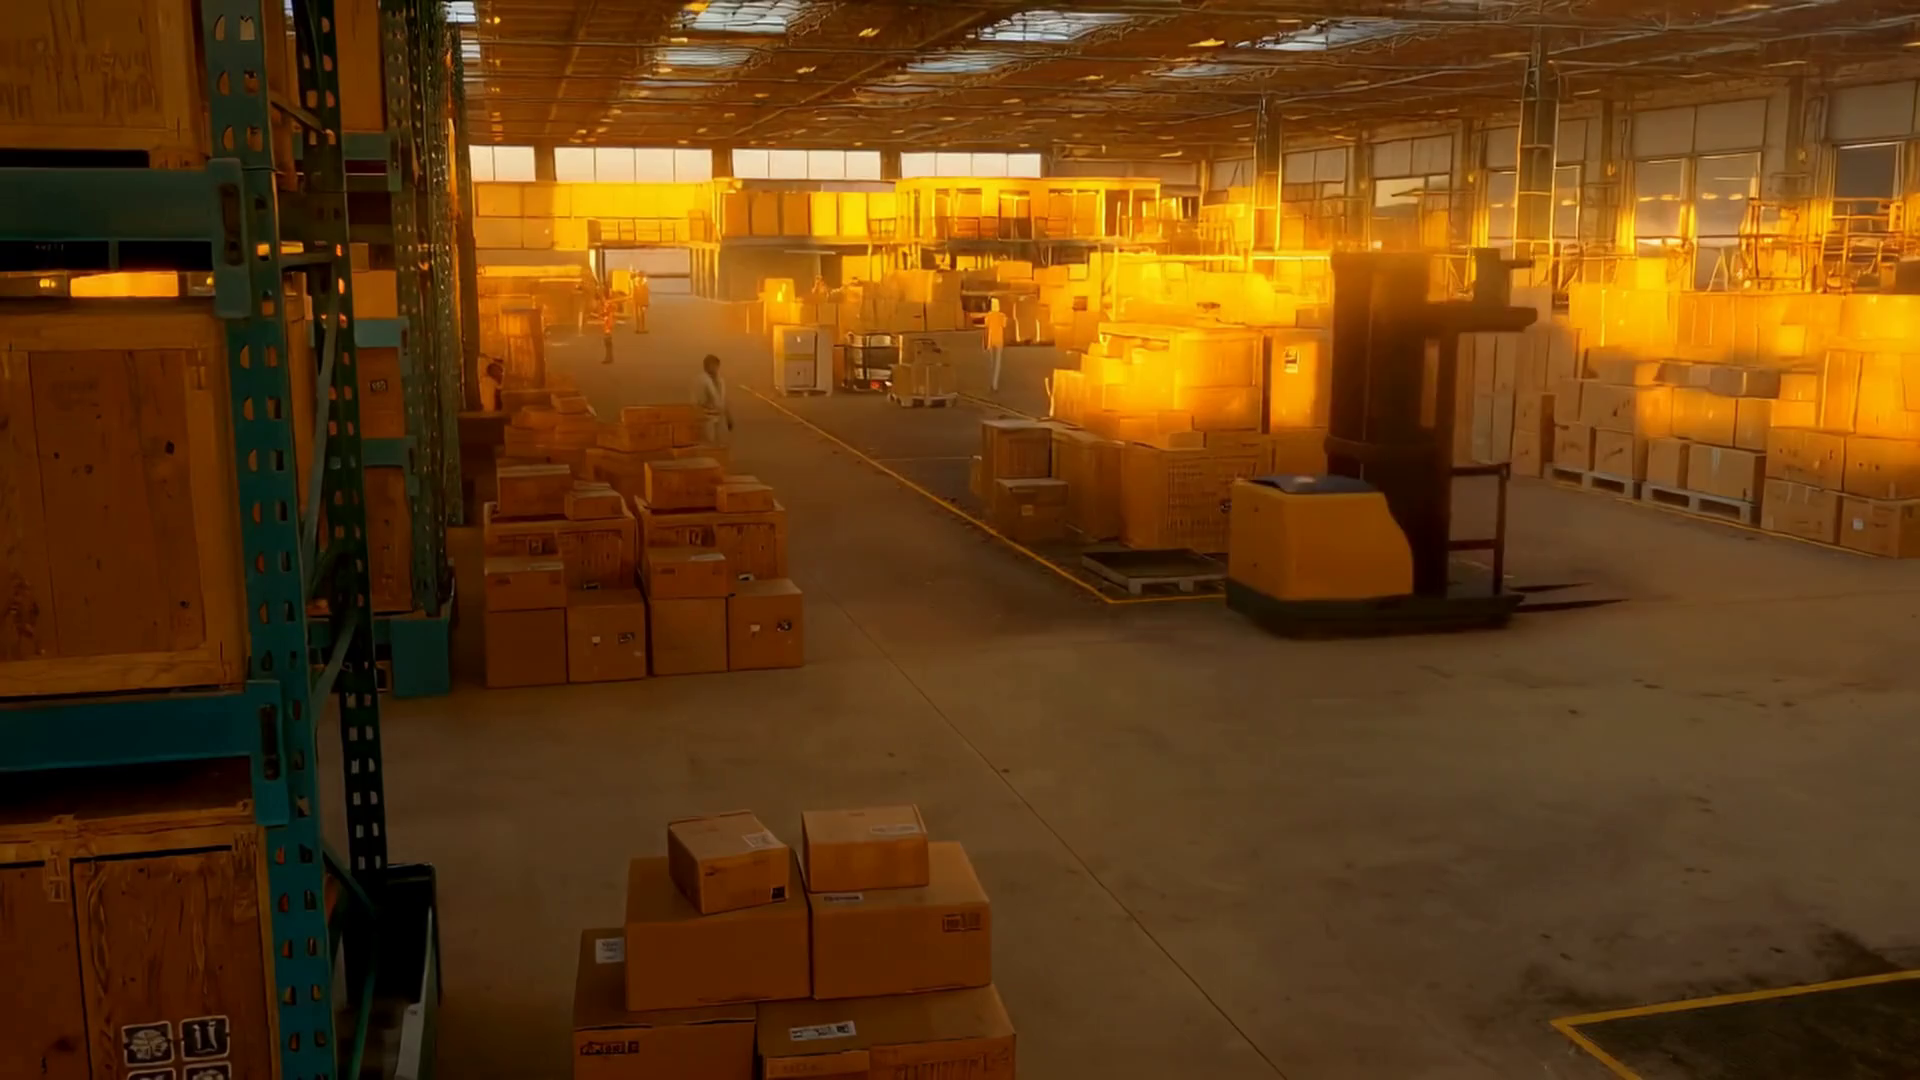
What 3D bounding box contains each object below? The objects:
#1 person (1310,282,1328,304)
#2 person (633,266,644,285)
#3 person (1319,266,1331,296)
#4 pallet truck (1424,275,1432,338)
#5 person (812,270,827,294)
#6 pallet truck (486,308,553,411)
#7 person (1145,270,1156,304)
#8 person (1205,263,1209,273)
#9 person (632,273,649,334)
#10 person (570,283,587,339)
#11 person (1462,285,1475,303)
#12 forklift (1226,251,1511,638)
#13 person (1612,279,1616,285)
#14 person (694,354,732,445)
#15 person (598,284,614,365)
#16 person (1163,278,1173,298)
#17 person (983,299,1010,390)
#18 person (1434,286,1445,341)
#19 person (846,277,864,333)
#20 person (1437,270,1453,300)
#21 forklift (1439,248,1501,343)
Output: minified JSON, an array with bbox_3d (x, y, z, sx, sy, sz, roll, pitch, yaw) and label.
[{"bbox_3d":[9.849,-6.132,45.703,0.550,1.893,0.658,-6,12,-30],"label":"person"},{"bbox_3d":[-16.656,-13.241,86.035,0.634,1.865,0.645,0,10,1],"label":"person"},{"bbox_3d":[18.341,-12.856,83.751,0.599,1.902,0.770,-4,11,-22],"label":"person"},{"bbox_3d":[14.620,-7.324,52.145,0.823,1.965,1.885,8,13,40],"label":"pallet truck"},{"bbox_3d":[-4.913,-8.448,58.387,0.537,2.000,0.675,-4,11,-19],"label":"person"},{"bbox_3d":[-6.242,-2.418,24.362,0.823,1.965,1.885,1,10,3],"label":"pallet truck"},{"bbox_3d":[7.477,-9.764,66.168,0.669,1.921,0.655,5,11,25],"label":"person"},{"bbox_3d":[14.544,-15.365,97.817,0.633,1.943,0.914,-3,11,-18],"label":"person"},{"bbox_3d":[-10.515,-7.798,54.839,0.390,1.991,0.623,9,14,42],"label":"person"},{"bbox_3d":[-11.862,-7.144,51.851,0.538,1.751,0.600,1,10,6],"label":"person"},{"bbox_3d":[13.115,-5.562,42.492,0.651,1.884,1.012,6,11,29],"label":"person"},{"bbox_3d":[3.084,-0.769,12.527,1.873,2.768,1.129,-3,10,-15],"label":"forklift"},{"bbox_3d":[22.312,-8.011,56.754,0.484,1.745,0.298,1,10,8],"label":"person"},{"bbox_3d":[-2.969,-1.386,19.568,0.601,1.618,0.546,6,12,32],"label":"person"},{"bbox_3d":[-8.599,-5.239,40.425,0.368,1.966,0.602,-2,10,-10],"label":"person"},{"bbox_3d":[6.687,-7.498,53.539,0.328,1.861,0.503,1,10,4],"label":"person"},{"bbox_3d":[0.732,-3.922,33.392,0.538,1.826,0.978,1,10,7],"label":"person"},{"bbox_3d":[14.529,-6.818,50.158,0.322,1.690,0.533,-3,10,-14],"label":"person"},{"bbox_3d":[-3.278,-7.247,51.917,0.537,1.929,0.382,1,10,3],"label":"person"},{"bbox_3d":[20.112,-10.251,69.007,0.647,1.889,1.005,2,10,11],"label":"person"},{"bbox_3d":[12.752,-5.697,40.434,1.873,2.768,1.129,7,12,36],"label":"forklift"}]
